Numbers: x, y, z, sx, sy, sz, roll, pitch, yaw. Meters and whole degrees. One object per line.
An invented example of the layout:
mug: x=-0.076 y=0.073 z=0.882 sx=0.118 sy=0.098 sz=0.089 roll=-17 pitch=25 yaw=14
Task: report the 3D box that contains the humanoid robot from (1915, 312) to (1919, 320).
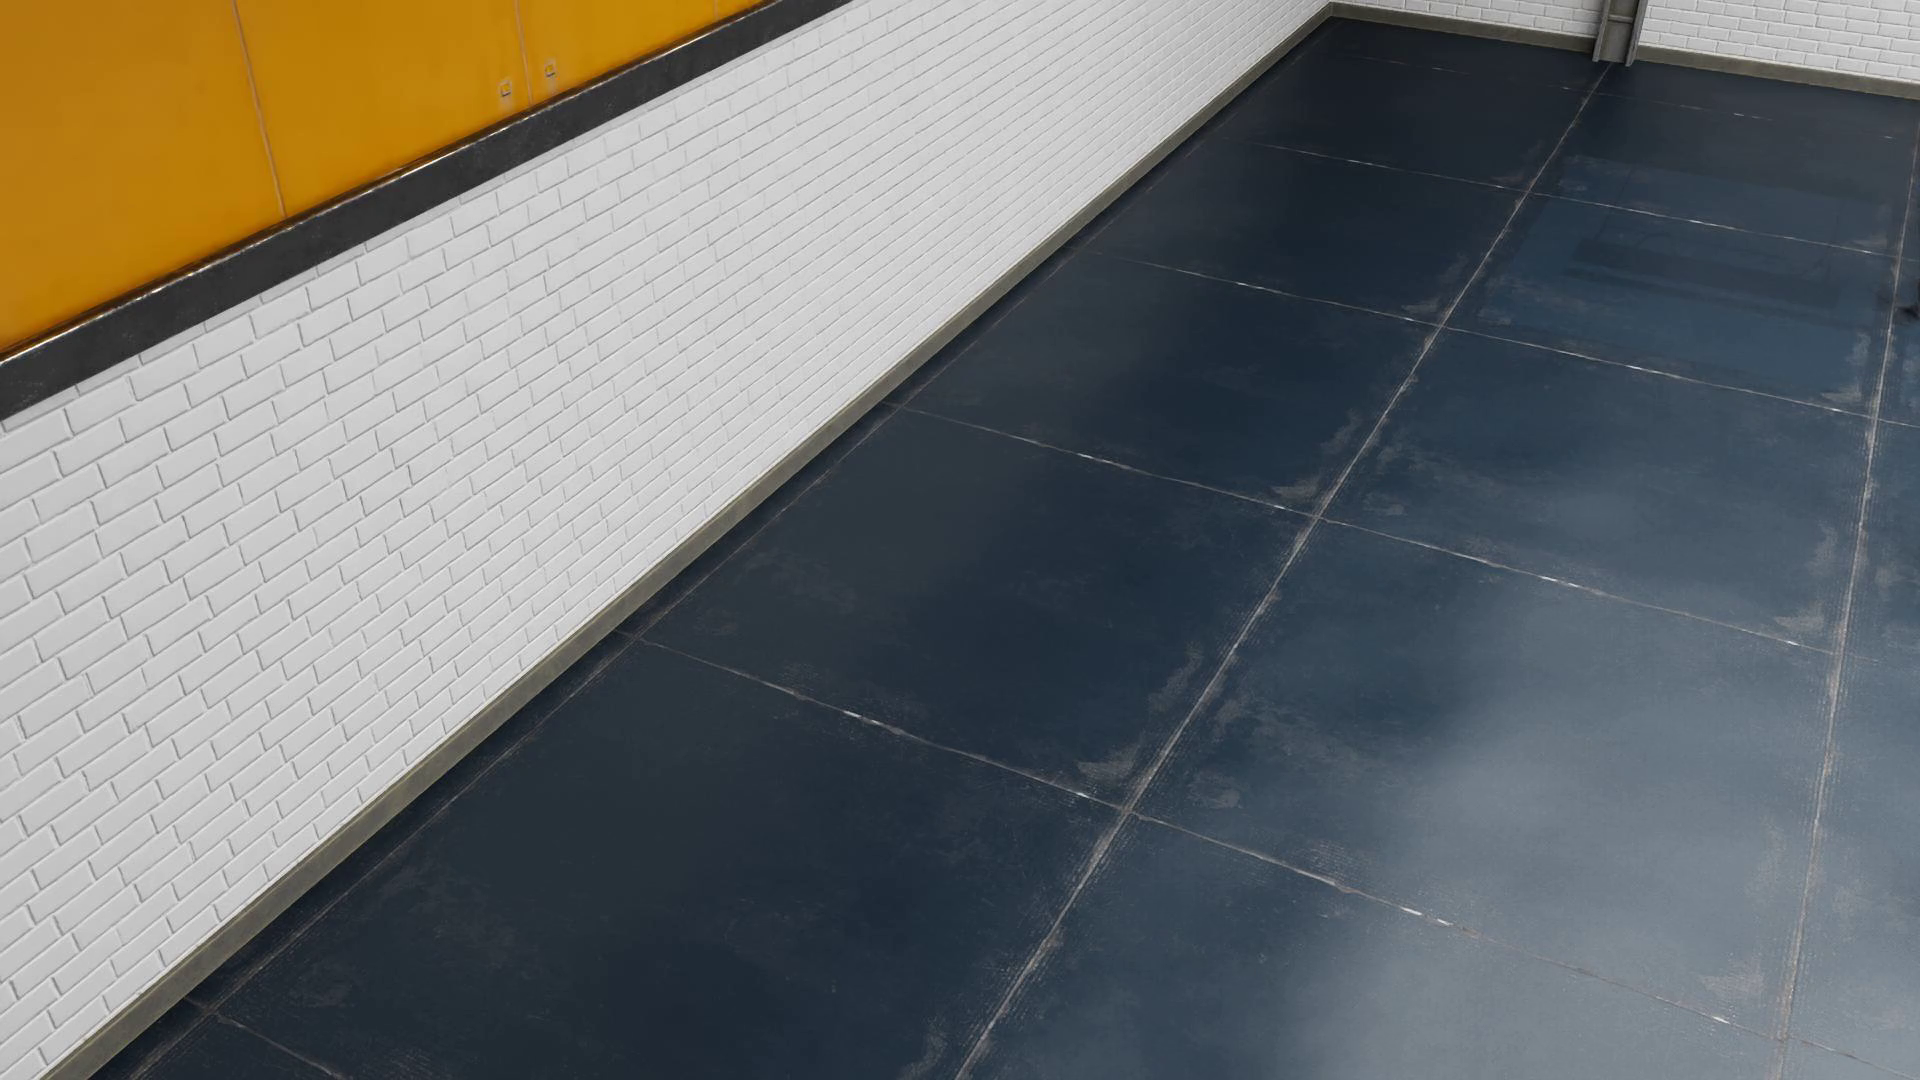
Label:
humanoid robot: x=7.420 y=-2.301 z=12.137 sx=0.593 sy=1.642 sz=0.372 roll=-5 pitch=34 yaw=-8
